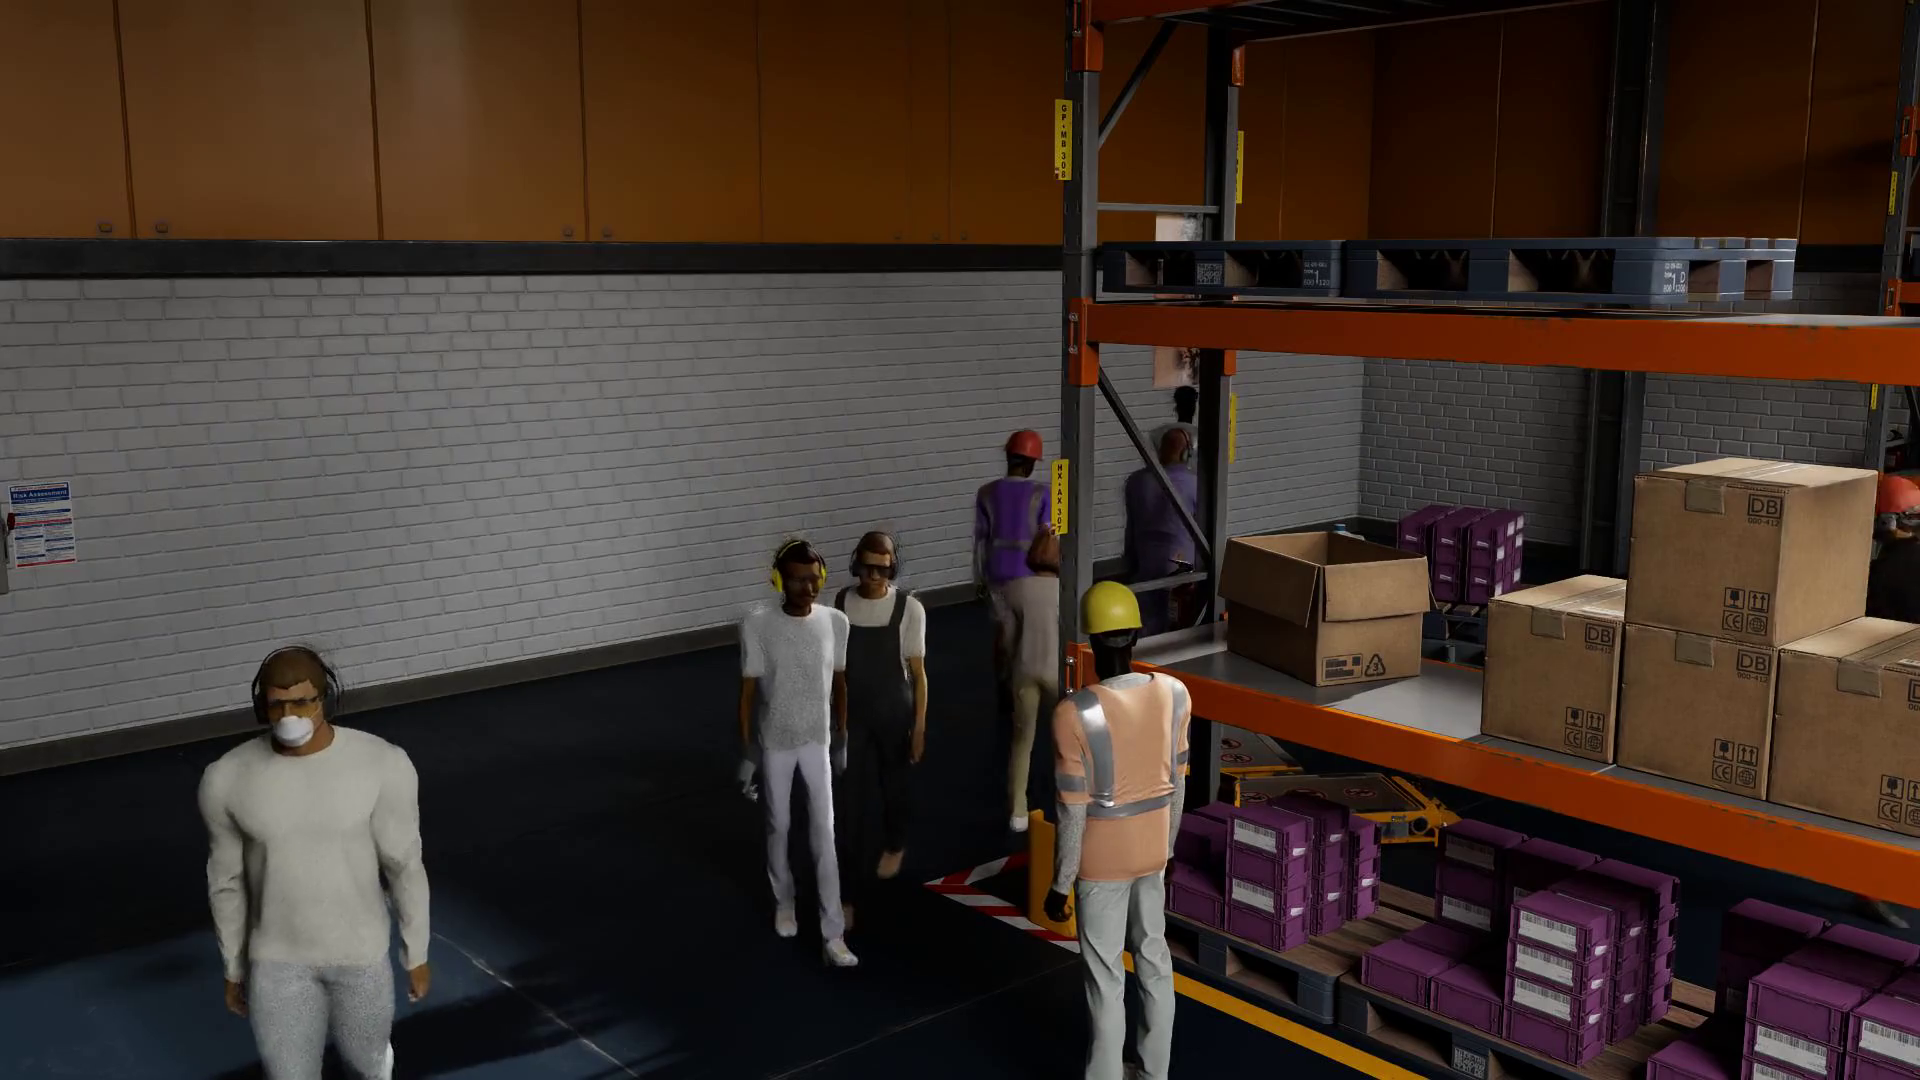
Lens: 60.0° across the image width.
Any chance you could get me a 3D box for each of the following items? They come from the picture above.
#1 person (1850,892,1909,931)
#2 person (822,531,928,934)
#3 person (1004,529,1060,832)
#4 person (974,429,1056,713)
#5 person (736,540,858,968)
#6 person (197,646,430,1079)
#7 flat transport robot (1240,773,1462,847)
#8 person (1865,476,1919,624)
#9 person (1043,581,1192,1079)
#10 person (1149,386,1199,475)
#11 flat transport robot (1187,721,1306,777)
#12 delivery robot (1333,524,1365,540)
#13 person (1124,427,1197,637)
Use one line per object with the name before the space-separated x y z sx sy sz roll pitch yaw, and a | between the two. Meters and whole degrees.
person | 4.299 0.963 7.190 0.546 1.714 0.938 -5 11 -27
person | -0.409 0.827 7.803 0.535 1.797 0.965 1 10 8
person | 0.479 0.726 8.954 0.514 1.577 0.869 5 11 25
person | 0.347 0.234 10.907 0.570 1.910 0.553 4 10 22
person | -0.705 0.915 7.139 0.545 1.820 0.947 -3 10 -16
person | -1.948 1.228 5.092 0.637 1.907 0.931 -3 10 -14
flat transport robot | 1.885 1.424 8.719 1.431 0.197 0.652 -1 10 -7
person | 4.487 0.655 8.270 0.637 1.948 0.960 -8 12 -38
person | 0.536 1.096 5.813 0.587 1.922 0.383 -7 12 -35
person | 1.958 -0.389 14.532 0.618 1.909 1.032 5 11 28
flat transport robot | 1.499 1.256 9.699 0.652 0.197 1.431 -1 10 -7
delivery robot | 3.510 0.093 15.402 0.477 0.478 0.707 5 11 26
person | 1.452 0.175 11.300 0.669 1.887 0.446 7 12 37
